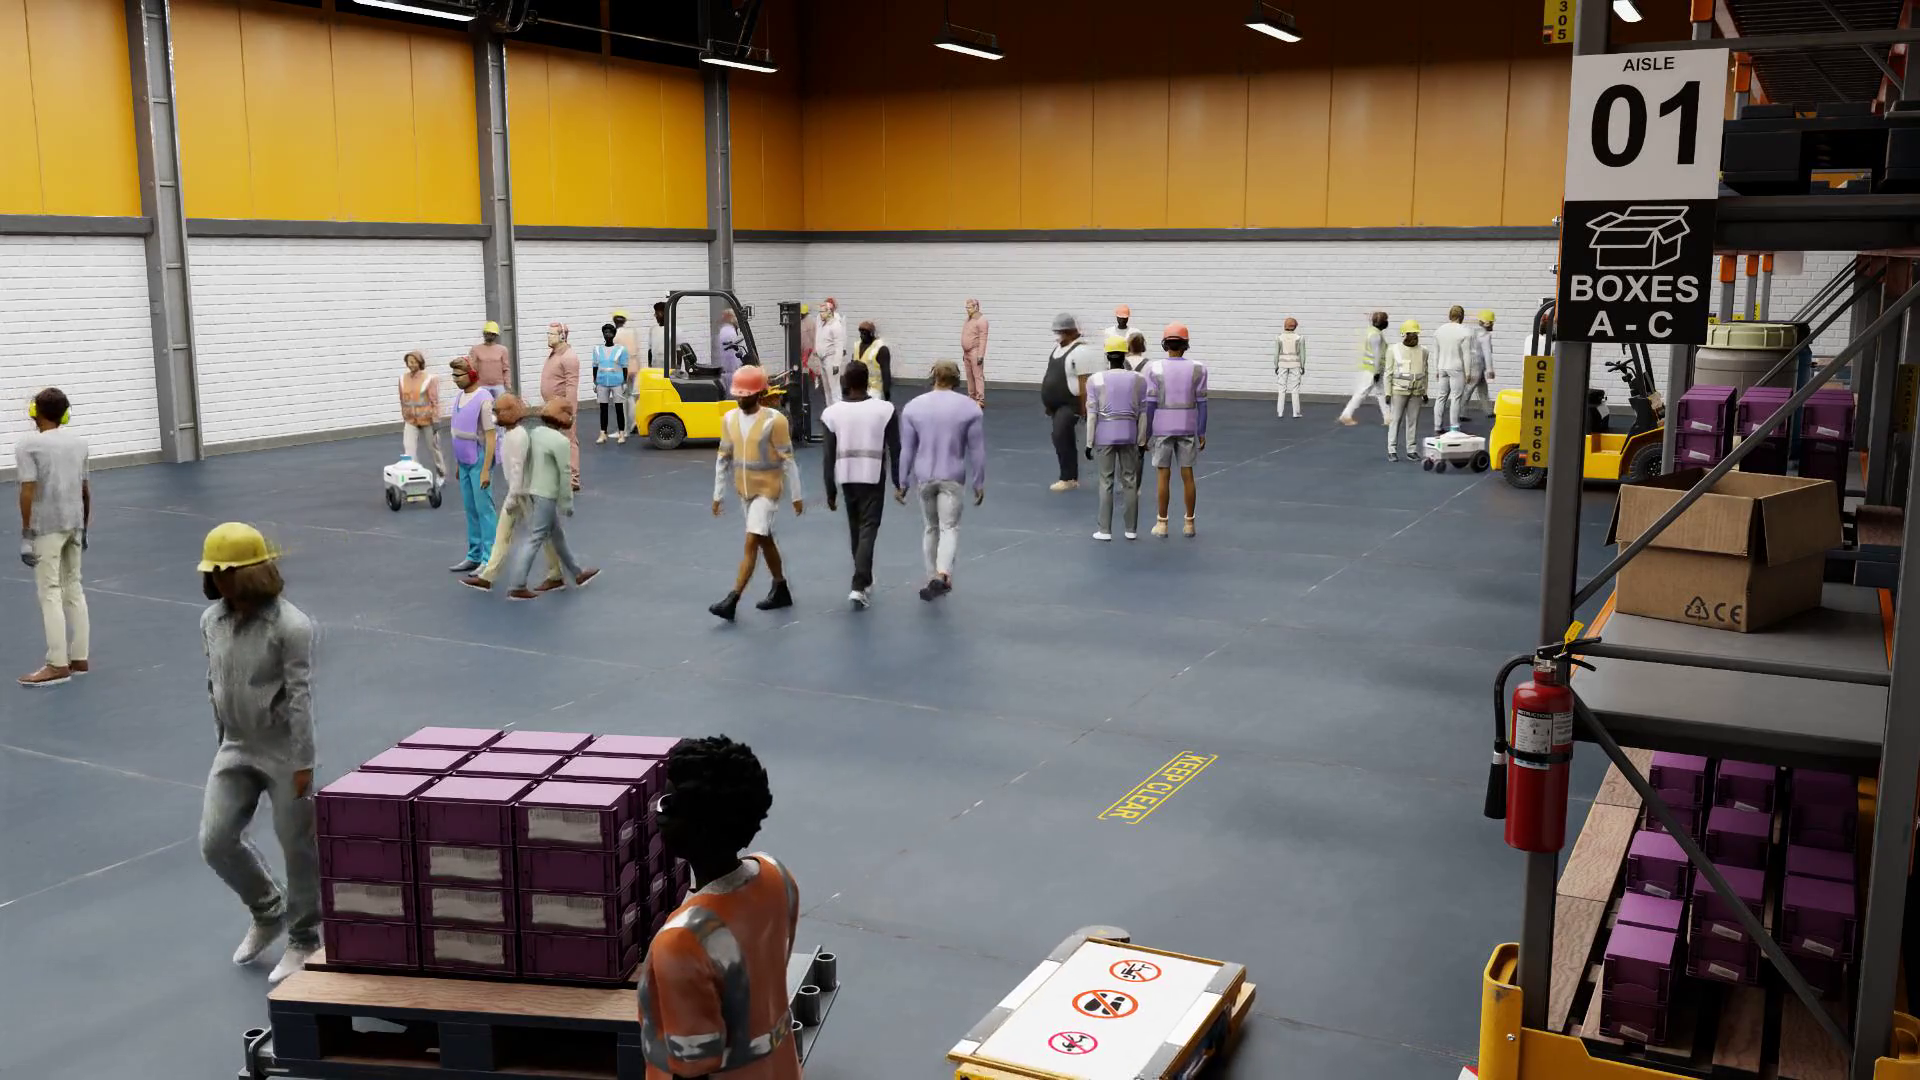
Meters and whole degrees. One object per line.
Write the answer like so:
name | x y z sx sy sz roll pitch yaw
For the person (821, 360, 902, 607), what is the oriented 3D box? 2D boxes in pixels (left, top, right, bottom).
person | -0.768 -0.446 12.833 0.602 1.872 1.003 2 10 12

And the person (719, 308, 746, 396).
person | -3.416 -2.493 24.609 0.733 1.882 0.643 -3 10 -15

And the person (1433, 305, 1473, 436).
person | 7.207 -2.467 24.342 0.369 1.933 0.632 -8 12 -38

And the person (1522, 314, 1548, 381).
person | 7.790 -2.125 22.477 0.353 1.887 0.573 -1 10 -6

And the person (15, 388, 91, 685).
person | -5.755 -0.025 10.486 0.385 1.837 0.693 4 10 20

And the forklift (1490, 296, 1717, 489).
forklift | 7.296 -1.677 18.993 2.313 2.155 1.214 5 11 27

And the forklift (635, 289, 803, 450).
forklift | -3.358 -2.392 23.136 2.313 2.155 1.214 -1 10 -5

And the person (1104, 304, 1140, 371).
person | 2.432 -2.569 24.966 0.560 1.924 0.424 2 10 13

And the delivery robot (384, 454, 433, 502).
delivery robot | -5.838 -0.662 17.588 0.477 0.478 0.707 -7 12 -33

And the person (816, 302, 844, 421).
person | -2.087 -2.813 26.413 0.402 1.904 0.652 -5 11 -25

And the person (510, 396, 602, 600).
person | -3.191 -0.339 13.023 0.868 1.568 0.549 -8 13 -40

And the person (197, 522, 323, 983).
person | -2.557 0.784 6.104 0.500 1.731 0.389 3 10 15

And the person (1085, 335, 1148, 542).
person | 1.451 -0.945 15.543 0.591 1.921 0.384 -2 10 -9

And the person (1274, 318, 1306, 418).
person | 5.374 -2.802 27.114 0.513 1.640 0.309 4 11 22

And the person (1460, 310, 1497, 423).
person | 8.275 -2.735 26.302 0.922 1.780 0.593 0 10 0

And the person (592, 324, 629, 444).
person | -4.927 -2.197 23.435 0.537 1.700 0.317 1 10 4

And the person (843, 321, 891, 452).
person | -1.249 -2.021 22.165 0.997 1.781 0.615 -8 13 -39

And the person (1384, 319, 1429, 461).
person | 5.778 -1.927 21.483 0.601 1.831 0.404 -1 10 -9

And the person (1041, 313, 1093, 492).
person | 1.132 -1.564 18.783 0.636 2.000 0.698 -4 10 -20

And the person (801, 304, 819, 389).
person | -2.975 -3.727 32.246 0.550 1.717 0.745 8 12 37

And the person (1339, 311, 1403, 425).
person | 6.392 -2.658 25.856 0.974 1.799 0.628 2 10 11

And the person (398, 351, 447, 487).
person | -6.080 -1.346 18.822 0.520 1.597 0.858 2 10 10

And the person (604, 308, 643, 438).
person | -4.947 -2.438 24.306 0.448 1.882 0.780 8 13 40

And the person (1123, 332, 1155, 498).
person | 1.973 -1.384 18.408 0.515 1.812 0.846 3 10 17

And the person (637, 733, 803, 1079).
person | -0.507 1.239 3.542 0.317 1.700 0.537 2 10 14

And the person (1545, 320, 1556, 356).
person | 7.770 -1.970 21.765 0.473 1.823 0.656 3 10 17

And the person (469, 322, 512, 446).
person | -6.410 -2.093 22.714 0.561 1.750 0.326 -4 11 -23

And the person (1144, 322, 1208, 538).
person | 2.026 -1.040 15.751 0.614 2.039 0.387 -1 10 -5

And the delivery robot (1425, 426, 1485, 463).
delivery robot | 6.090 -1.160 20.472 0.707 0.478 0.477 -3 10 -18

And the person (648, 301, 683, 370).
person | -4.446 -2.602 25.006 0.614 1.964 0.361 5 11 25

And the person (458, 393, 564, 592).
person | -3.533 -0.351 13.049 0.855 1.580 0.516 -6 11 -29

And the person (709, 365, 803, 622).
person | -1.529 -0.347 12.209 0.580 1.869 0.984 6 12 32

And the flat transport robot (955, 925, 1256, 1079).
flat transport robot | 0.449 1.631 5.406 0.652 0.197 1.431 5 11 26

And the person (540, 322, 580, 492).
person | -4.525 -1.498 18.782 0.408 1.913 0.641 -7 12 -34

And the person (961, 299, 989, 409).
person | 0.220 -3.204 28.683 0.410 1.905 0.640 -5 11 -29

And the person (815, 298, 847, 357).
person | -2.454 -3.676 31.629 0.601 1.841 0.938 0 10 2

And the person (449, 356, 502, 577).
person | -4.041 -0.618 13.894 0.390 1.838 0.563 -9 13 -41

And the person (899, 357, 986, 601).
person | -0.149 -0.443 12.746 0.671 1.902 0.861 2 10 12
